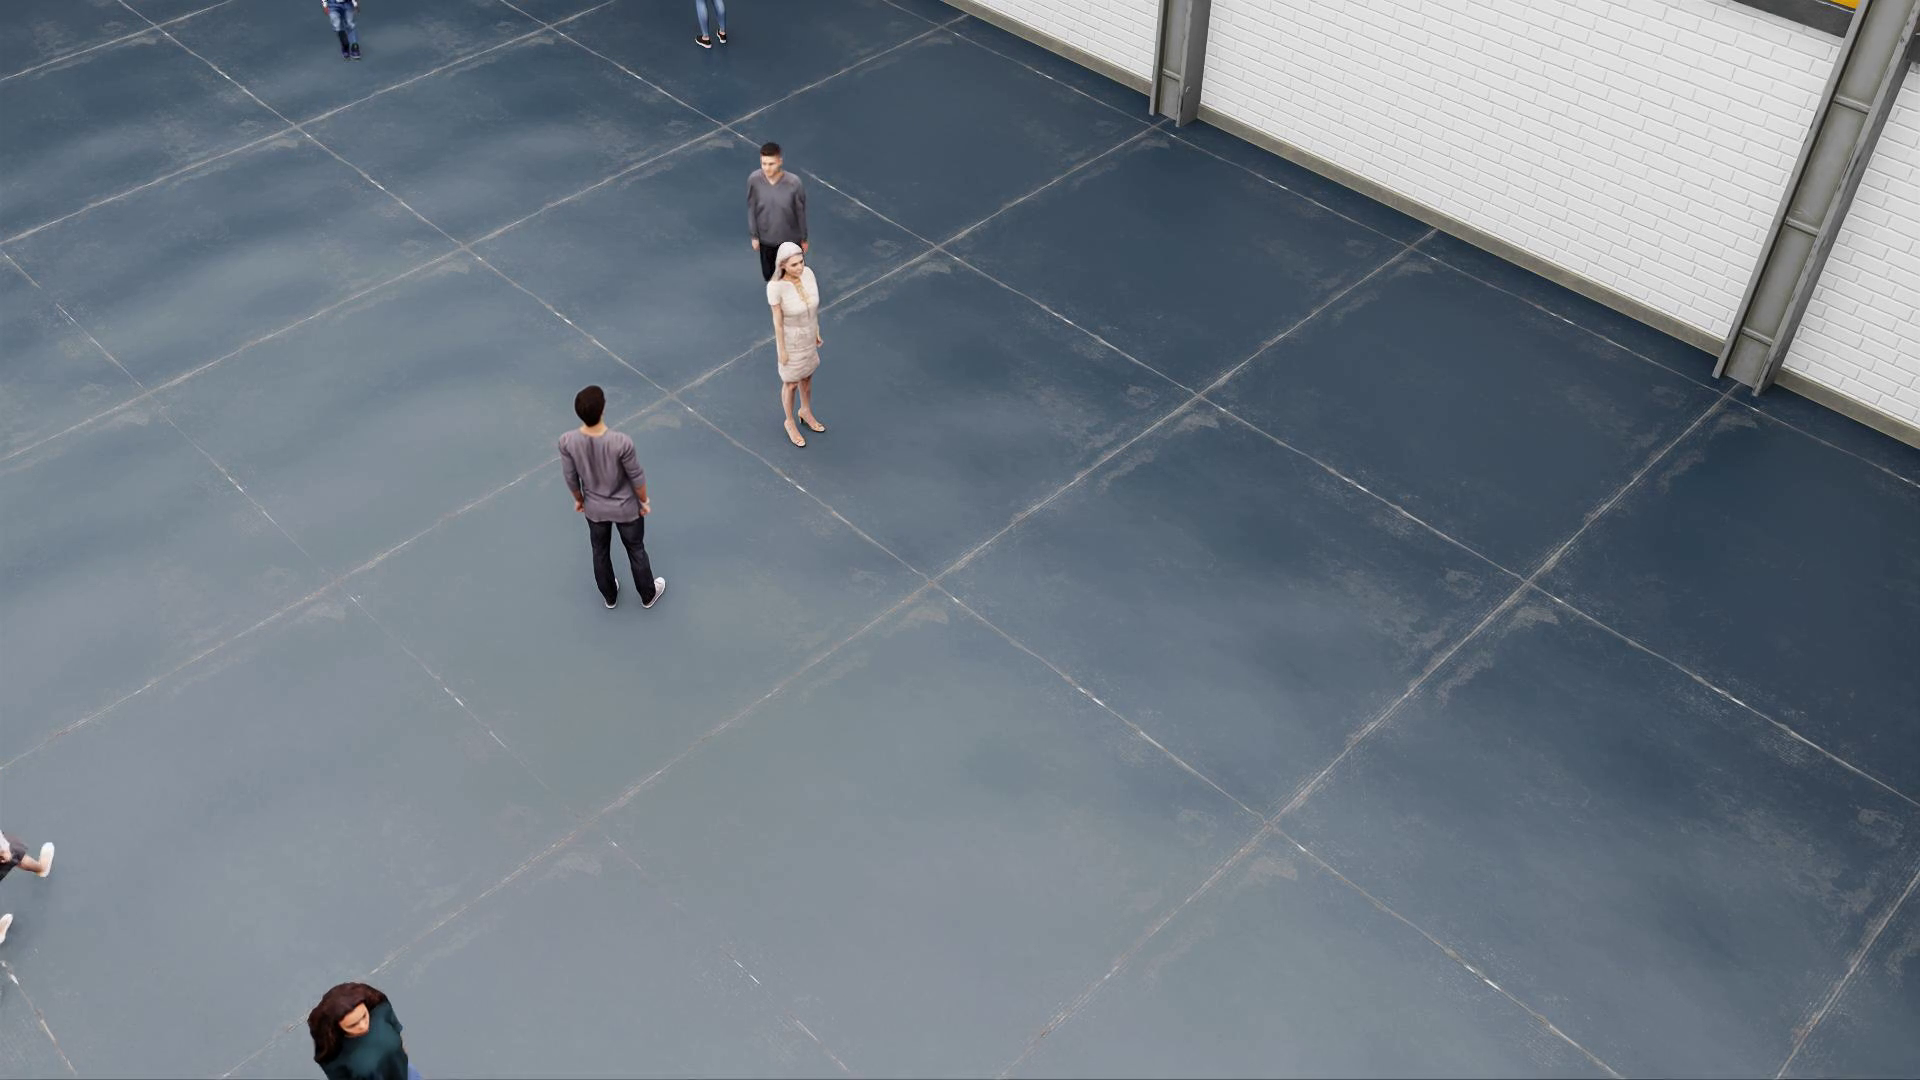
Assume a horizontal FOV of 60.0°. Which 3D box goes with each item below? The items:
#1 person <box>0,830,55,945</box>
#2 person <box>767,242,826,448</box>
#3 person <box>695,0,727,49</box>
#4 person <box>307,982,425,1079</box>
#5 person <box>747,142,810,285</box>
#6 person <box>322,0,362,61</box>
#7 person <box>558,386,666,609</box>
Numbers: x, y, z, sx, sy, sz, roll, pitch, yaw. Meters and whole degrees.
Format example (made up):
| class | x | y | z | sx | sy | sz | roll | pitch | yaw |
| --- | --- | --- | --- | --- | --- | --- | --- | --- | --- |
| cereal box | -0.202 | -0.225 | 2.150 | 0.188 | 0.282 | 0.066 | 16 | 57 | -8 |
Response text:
| class | x | y | z | sx | sy | sz | roll | pitch | yaw |
| --- | --- | --- | --- | --- | --- | --- | --- | --- | --- |
| person | -5.548 | 1.782 | 9.376 | 0.844 | 1.241 | 0.937 | -3 | 44 | -3 |
| person | -1.224 | -1.477 | 12.437 | 0.559 | 1.736 | 0.607 | 30 | 51 | 28 |
| person | -2.647 | -5.912 | 17.132 | 0.682 | 1.683 | 0.637 | -23 | 48 | -22 |
| person | -2.901 | 2.645 | 8.206 | 0.703 | 1.605 | 0.625 | 28 | 50 | 26 |
| person | -1.435 | -2.486 | 13.490 | 0.959 | 1.746 | 0.988 | 3 | 44 | 3 |
| person | -6.392 | -5.594 | 17.108 | 0.578 | 1.255 | 0.612 | -14 | 45 | -15 |
| person | -2.330 | -0.263 | 11.078 | 0.721 | 1.853 | 0.797 | 2 | 44 | 2 |
